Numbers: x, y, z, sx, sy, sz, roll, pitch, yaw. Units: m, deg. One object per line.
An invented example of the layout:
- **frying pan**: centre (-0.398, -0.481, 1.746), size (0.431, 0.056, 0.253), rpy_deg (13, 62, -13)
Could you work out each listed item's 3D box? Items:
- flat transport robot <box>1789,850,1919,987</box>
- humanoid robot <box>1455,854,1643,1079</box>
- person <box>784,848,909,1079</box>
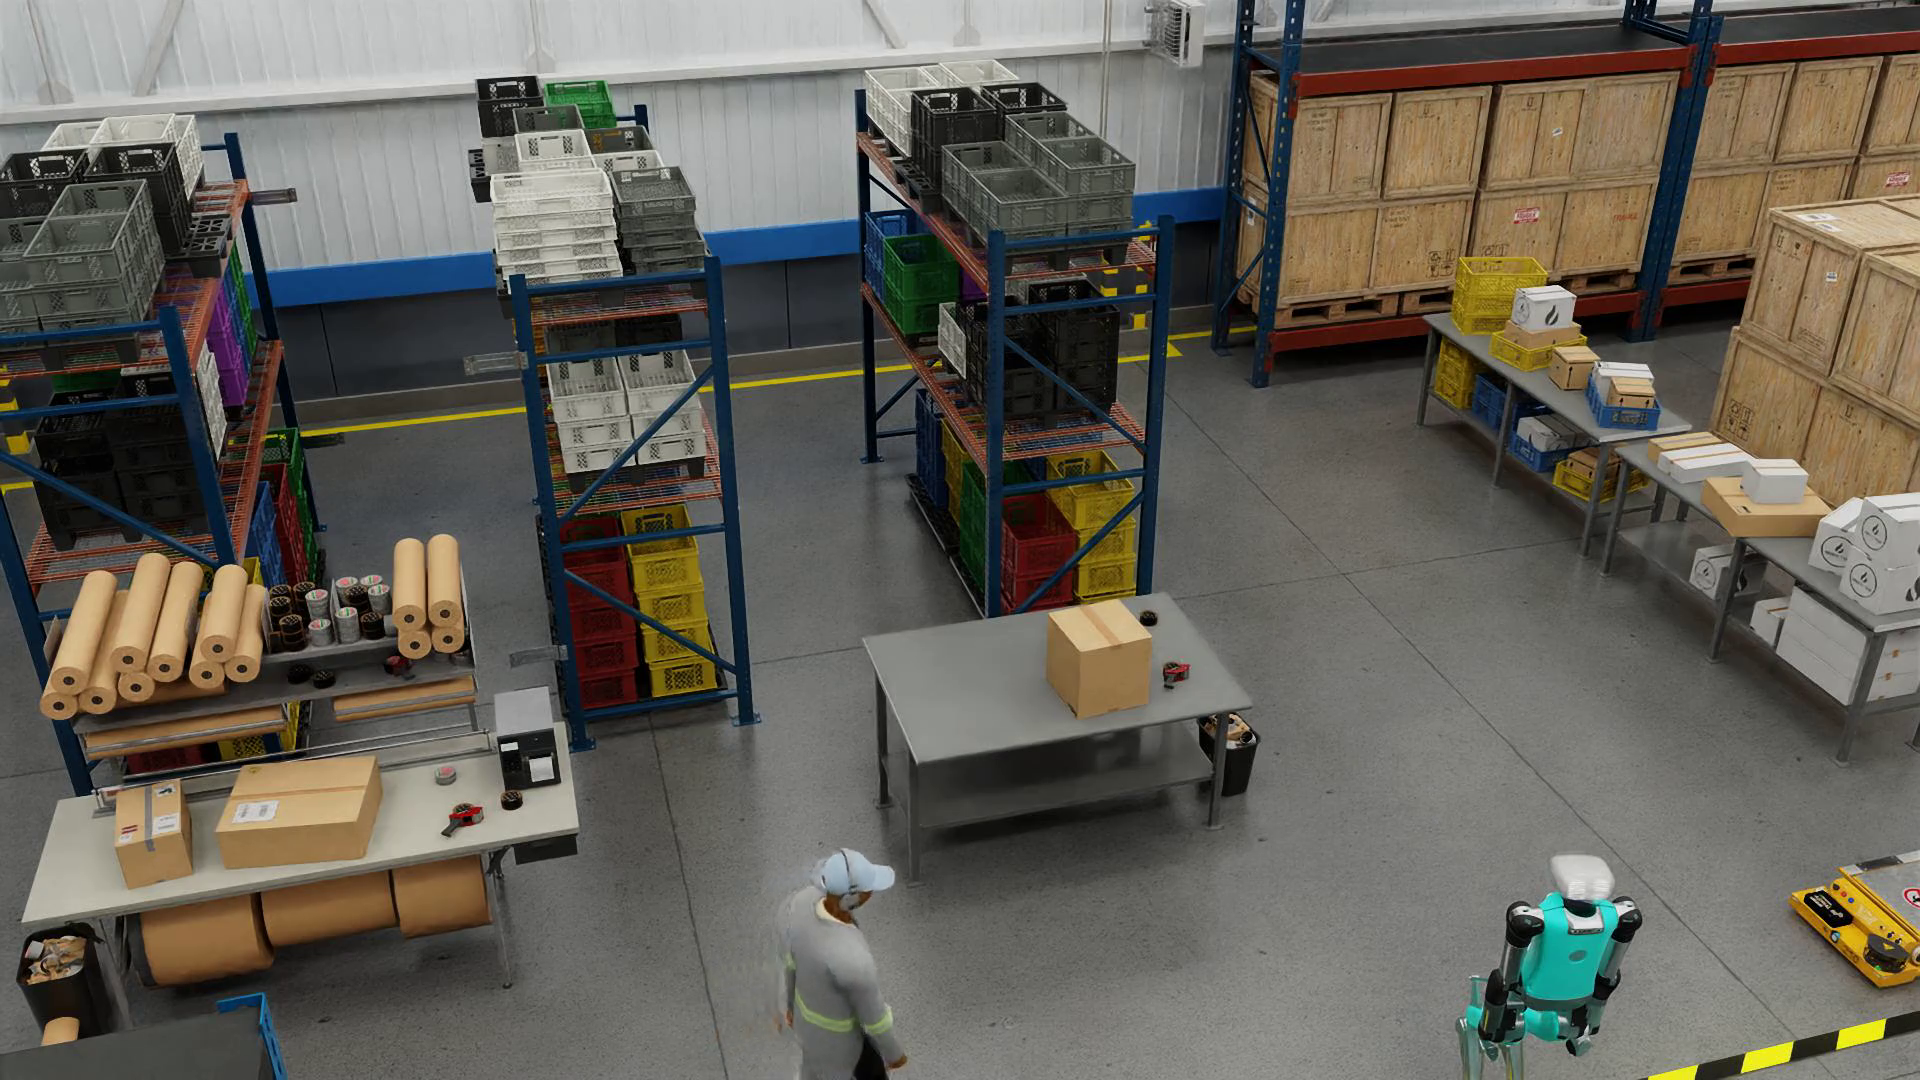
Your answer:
- **flat transport robot**: centre (5.163, 1.916, 8.676), size (1.431, 0.231, 0.659), rpy_deg (-8, 30, -14)
- **humanoid robot**: centre (2.397, 1.890, 7.058), size (0.533, 1.677, 0.735), rpy_deg (-2, 29, -4)
- **person**: centre (-0.507, 2.019, 6.902), size (1.008, 1.790, 0.577), rpy_deg (-11, 31, -19)
